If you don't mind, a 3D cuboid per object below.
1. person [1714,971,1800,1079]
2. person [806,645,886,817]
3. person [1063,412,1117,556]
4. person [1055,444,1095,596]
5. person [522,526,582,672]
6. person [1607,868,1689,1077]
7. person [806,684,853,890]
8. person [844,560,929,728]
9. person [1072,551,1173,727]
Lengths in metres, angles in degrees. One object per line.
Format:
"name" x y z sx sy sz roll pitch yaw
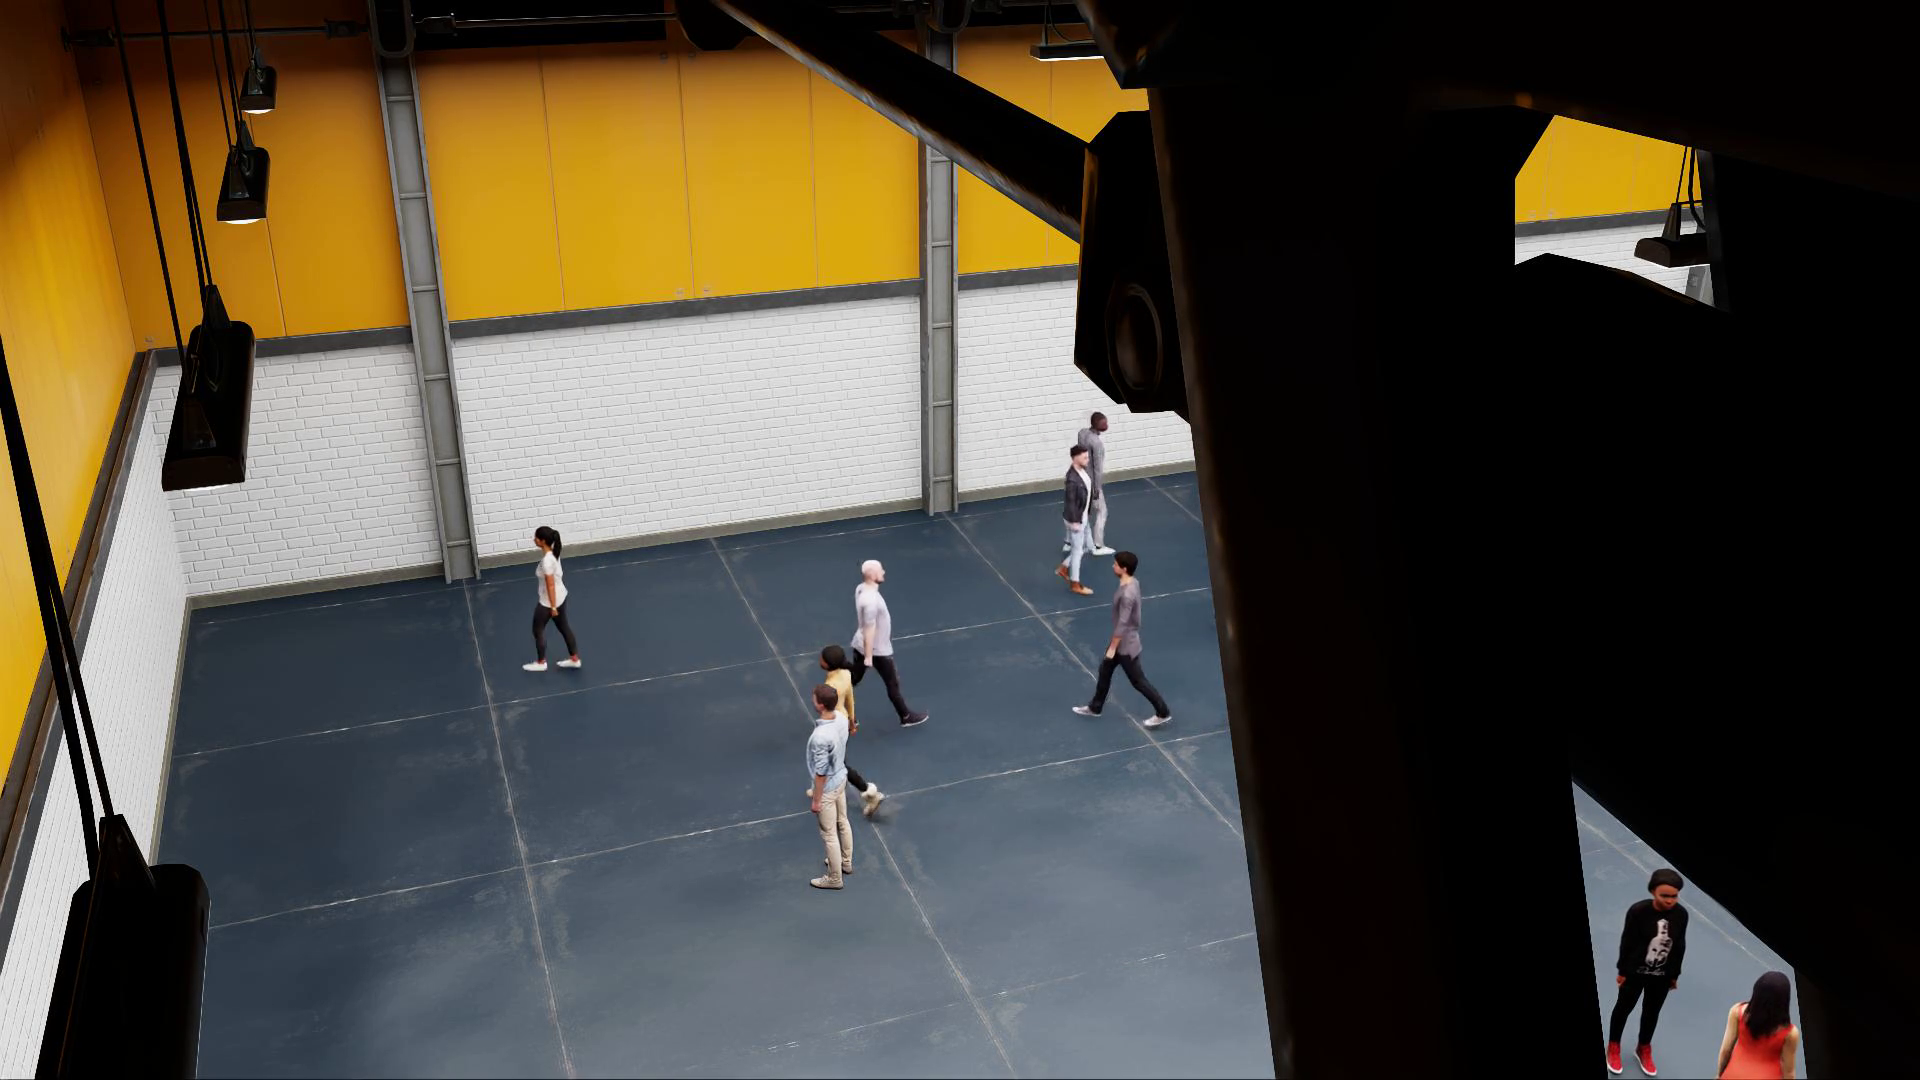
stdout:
"person" 5.041 3.469 10.605 0.669 1.719 0.685 16 29 33
"person" -1.018 1.699 14.759 1.093 1.635 1.040 10 26 22
"person" 1.480 -0.674 19.977 0.783 1.805 0.790 -19 30 -36
"person" 1.269 -0.251 18.978 0.903 1.830 0.849 7 25 16
"person" -4.136 0.621 17.235 0.890 1.628 0.736 0 24 -1
"person" 4.831 3.013 11.706 0.589 1.674 0.718 2 24 4
"person" -1.077 2.026 13.748 0.764 1.847 0.723 9 25 19
"person" -0.940 1.055 16.042 1.223 1.788 0.757 -6 24 -12
"person" 1.704 1.006 16.126 1.301 1.811 0.997 1 24 3
